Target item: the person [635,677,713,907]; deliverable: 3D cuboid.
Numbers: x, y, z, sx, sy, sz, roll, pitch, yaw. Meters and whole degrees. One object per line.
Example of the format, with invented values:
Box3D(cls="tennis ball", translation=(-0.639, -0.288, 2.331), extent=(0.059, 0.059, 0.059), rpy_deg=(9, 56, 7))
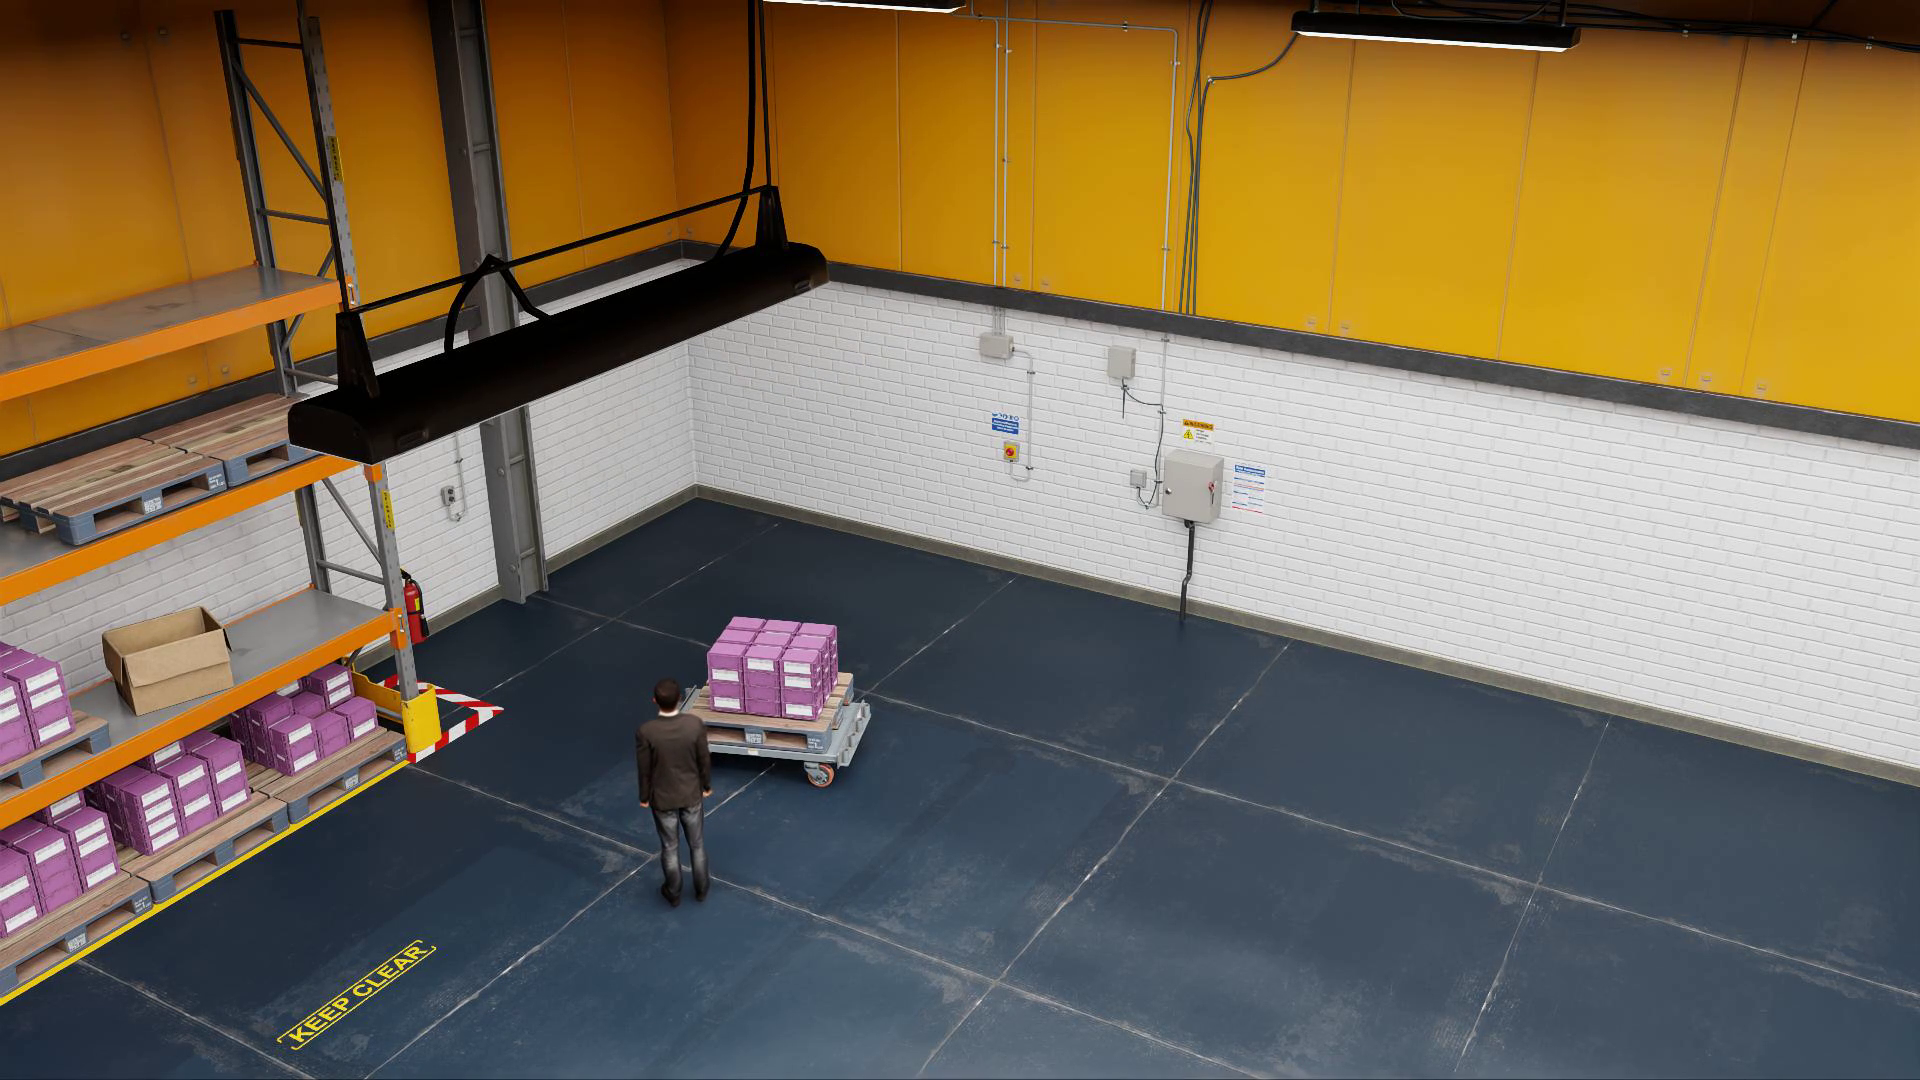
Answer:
Box3D(cls="person", translation=(-2.037, 1.802, 11.942), extent=(0.722, 1.804, 0.801), rpy_deg=(-8, 25, -17))
